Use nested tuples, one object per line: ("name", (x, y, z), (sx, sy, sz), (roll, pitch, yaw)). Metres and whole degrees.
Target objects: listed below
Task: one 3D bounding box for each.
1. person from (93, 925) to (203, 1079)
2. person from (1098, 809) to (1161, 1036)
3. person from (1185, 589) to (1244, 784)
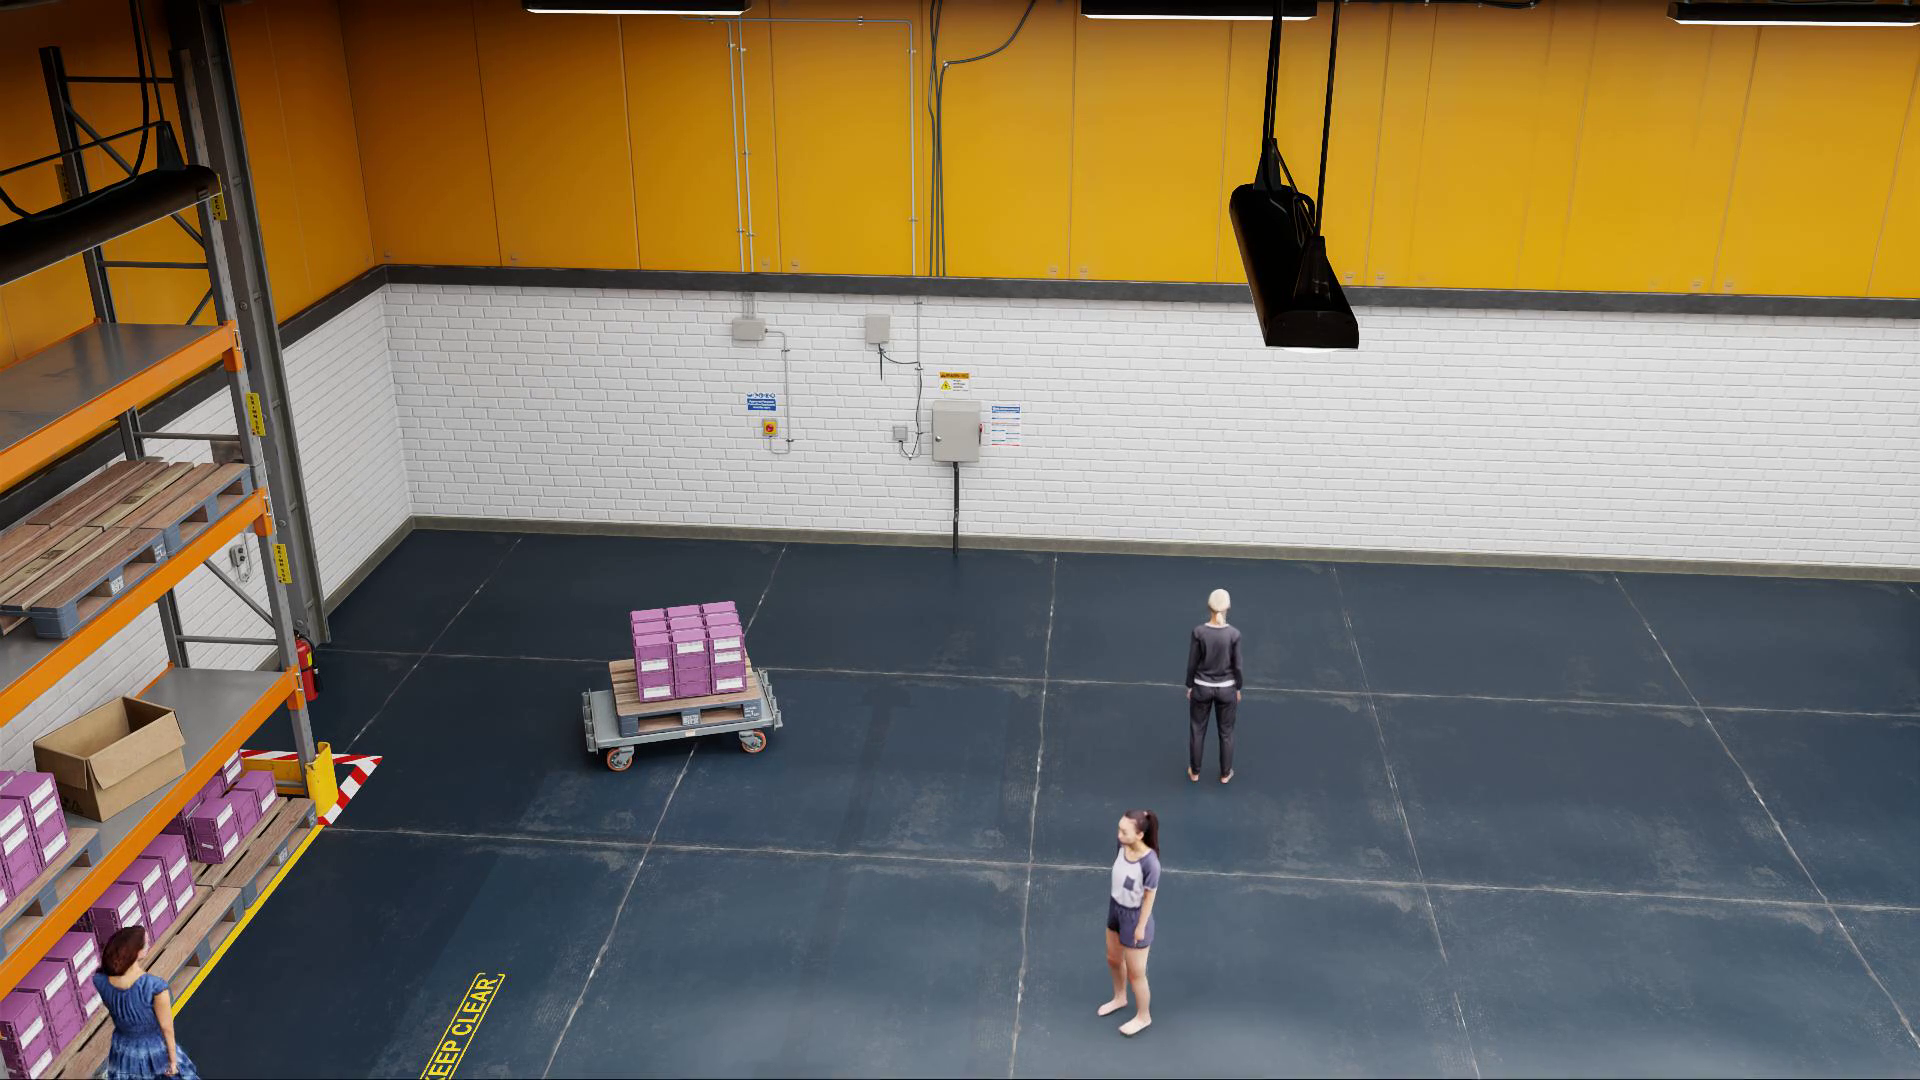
("person", (-4.655, 3.052, 9.436), (0.634, 1.749, 1.131), (1, 24, 2))
("person", (1.162, 2.477, 10.882), (0.746, 1.646, 0.636), (-11, 26, -23))
("person", (2.093, 1.200, 13.701), (0.627, 1.726, 0.532), (4, 24, 9))
